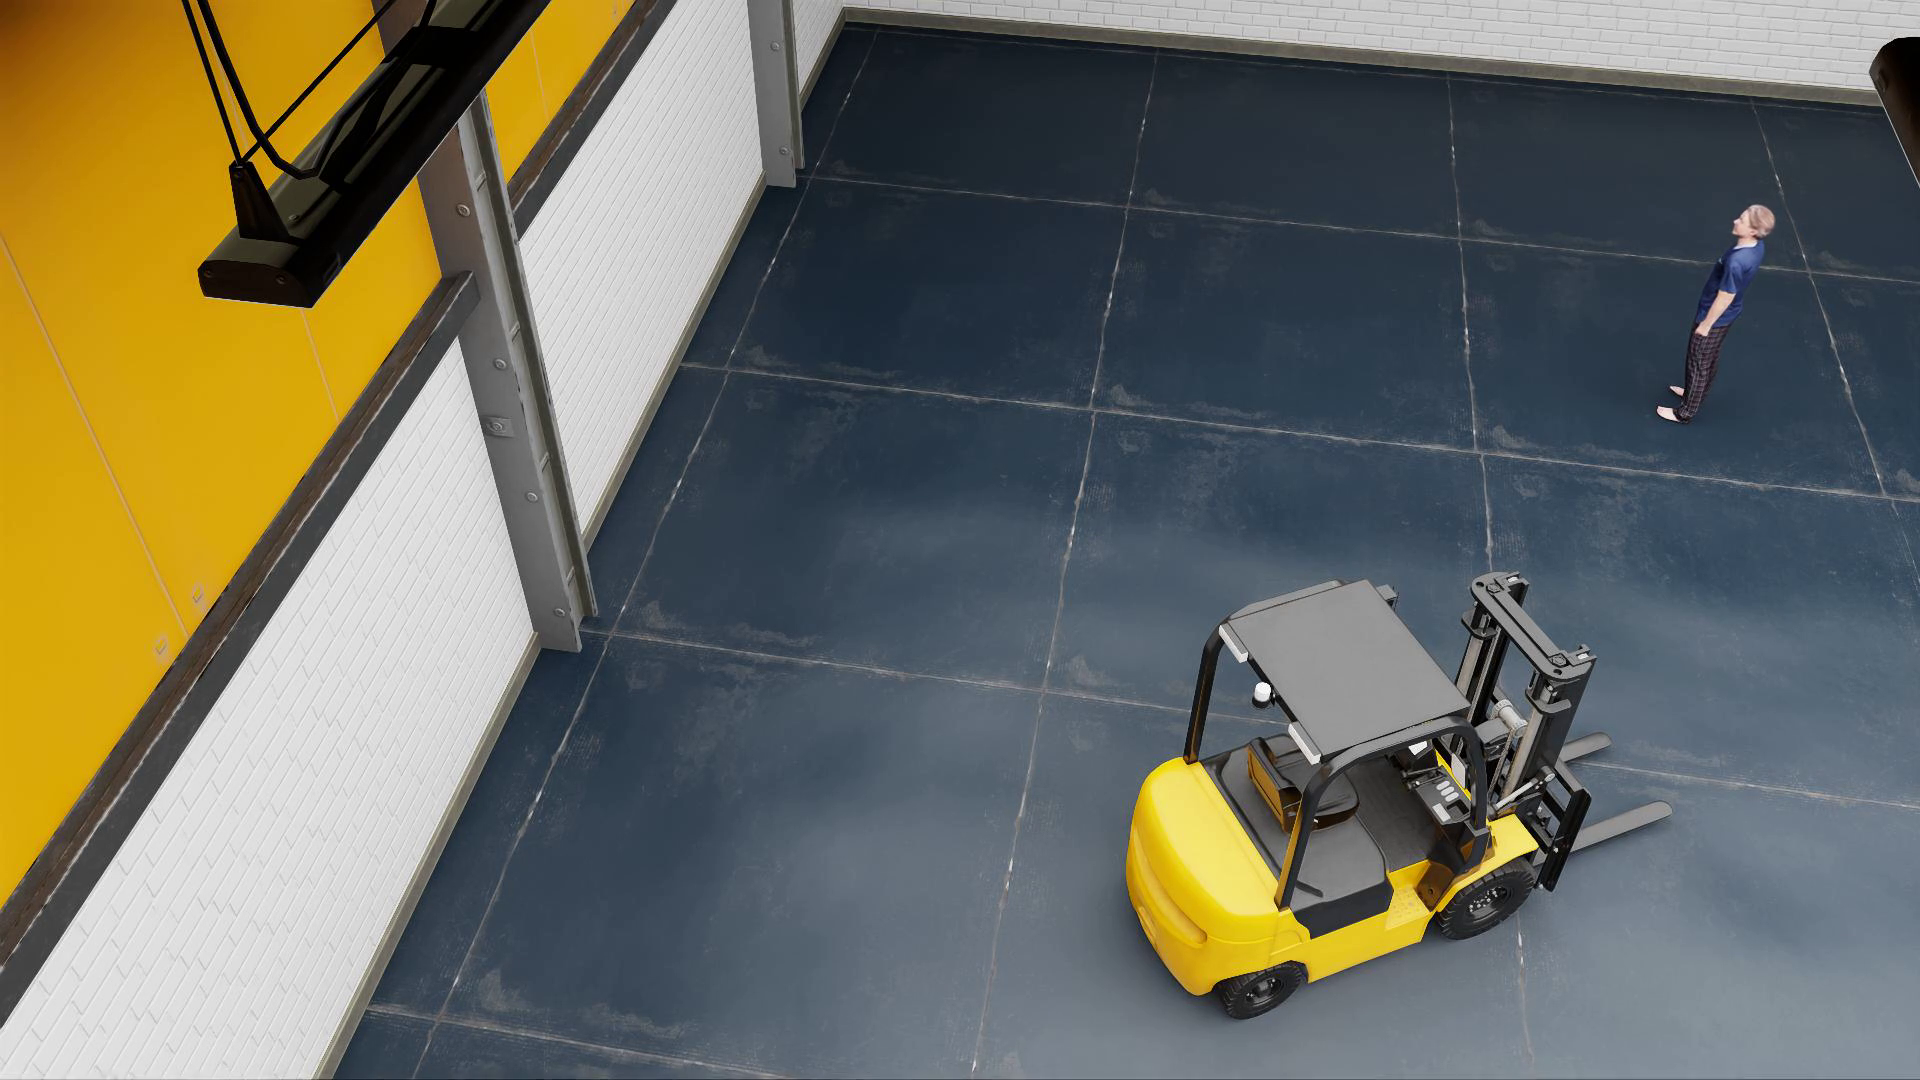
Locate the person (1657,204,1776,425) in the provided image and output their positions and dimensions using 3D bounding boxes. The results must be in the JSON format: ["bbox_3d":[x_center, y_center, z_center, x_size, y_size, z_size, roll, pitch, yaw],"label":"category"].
[{"bbox_3d":[5.733,-1.715,12.572,0.799,1.871,0.660,29,51,27],"label":"person"}]
